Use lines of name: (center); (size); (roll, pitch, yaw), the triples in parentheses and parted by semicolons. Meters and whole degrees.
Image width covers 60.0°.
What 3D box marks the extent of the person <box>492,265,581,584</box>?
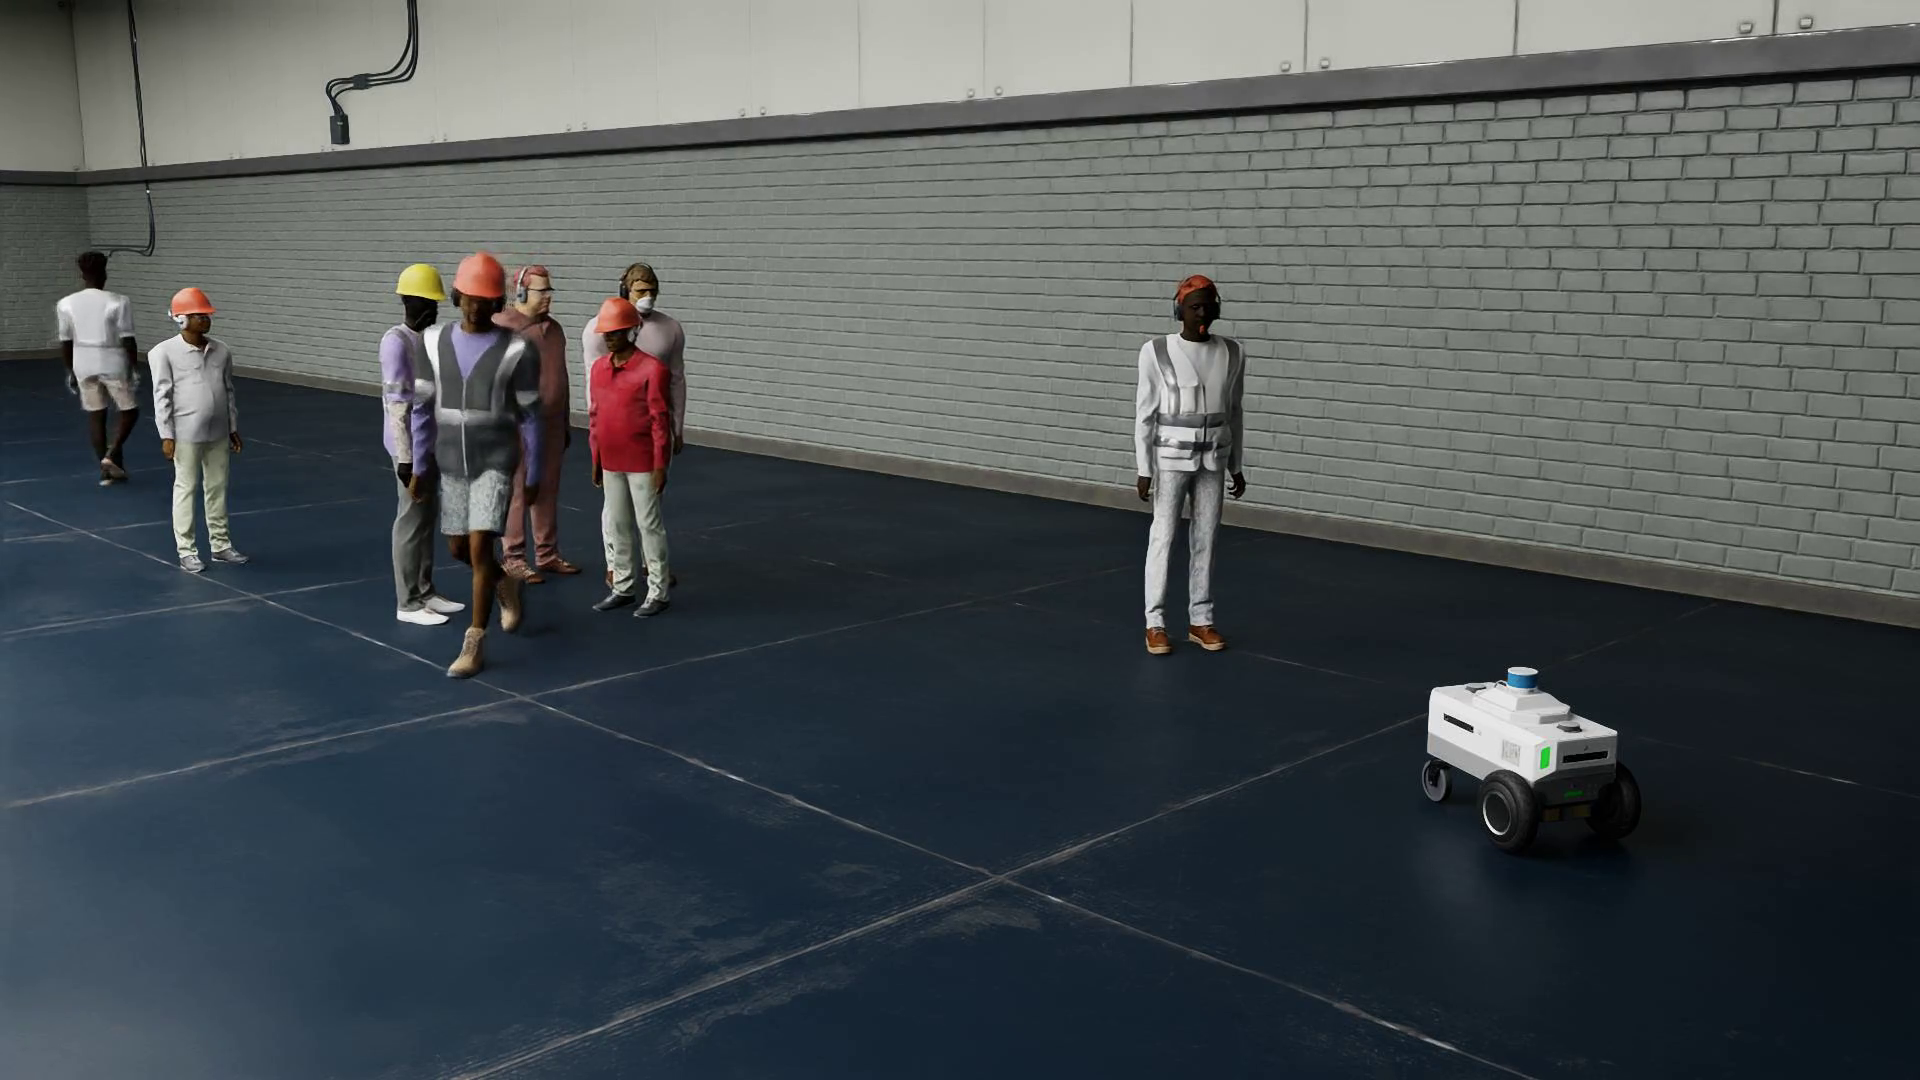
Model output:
person: (-2.555, -0.692, 10.012); (0.396, 1.900, 0.648); (5, 12, 27)

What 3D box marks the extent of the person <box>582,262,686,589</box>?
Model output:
person: (-1.889, -0.659, 9.777); (0.624, 1.925, 0.390); (-7, 12, -34)

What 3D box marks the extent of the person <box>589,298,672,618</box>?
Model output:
person: (-1.825, -0.447, 9.097); (0.571, 1.743, 0.351); (7, 12, 33)

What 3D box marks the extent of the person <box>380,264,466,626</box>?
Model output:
person: (-2.890, -0.512, 8.956); (0.383, 1.923, 0.590); (0, 10, 2)

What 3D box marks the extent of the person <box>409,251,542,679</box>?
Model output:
person: (-2.307, -0.392, 8.077); (0.626, 2.010, 0.869); (1, 10, 7)

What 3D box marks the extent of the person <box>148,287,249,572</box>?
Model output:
person: (-4.742, -0.692, 10.388); (0.319, 1.755, 0.572); (5, 12, 27)

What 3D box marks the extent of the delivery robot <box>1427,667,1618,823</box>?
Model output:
delivery robot: (1.971, 0.692, 5.869); (0.477, 0.478, 0.707); (-4, 11, -18)

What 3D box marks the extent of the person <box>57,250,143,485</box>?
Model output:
person: (-7.124, -1.423, 13.827); (0.629, 1.955, 0.427); (0, 10, -2)

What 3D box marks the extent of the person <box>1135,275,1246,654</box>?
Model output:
person: (1.150, -0.371, 8.292); (0.584, 1.882, 0.337); (-3, 11, -16)
